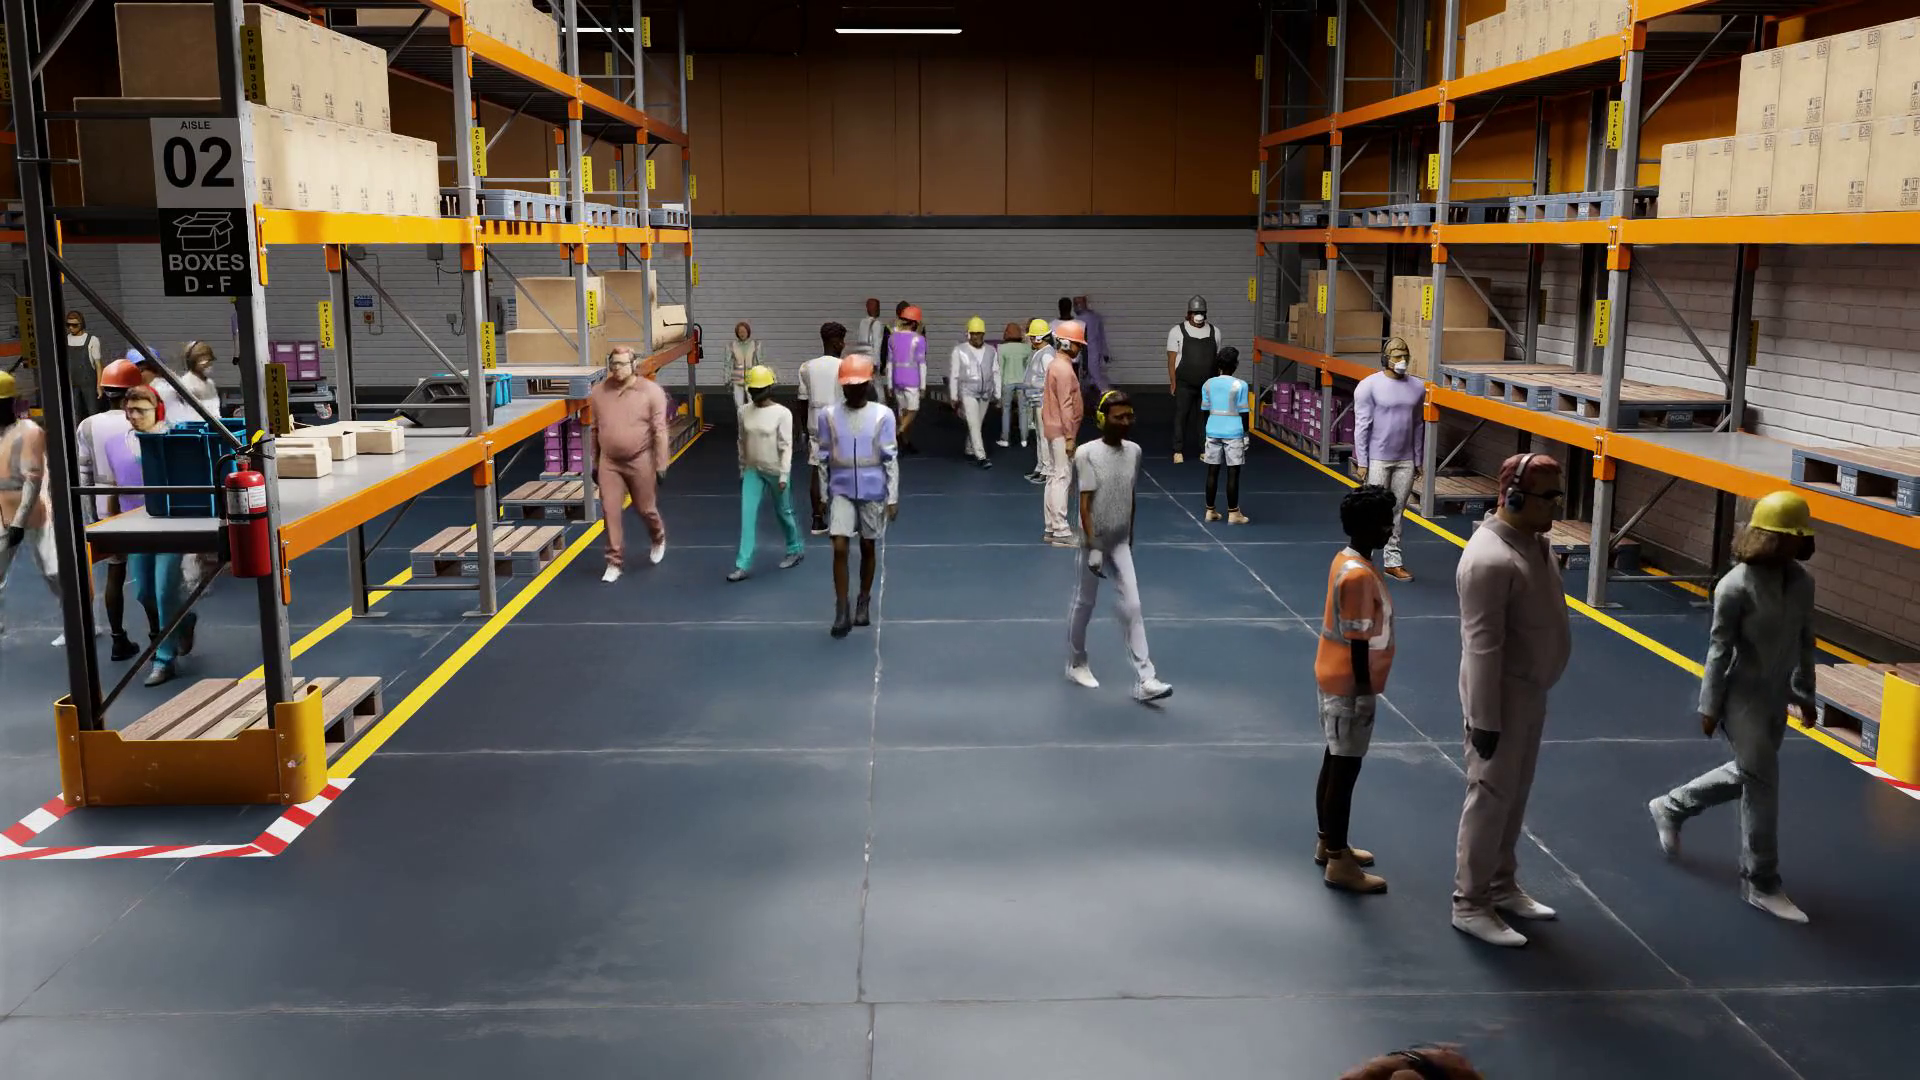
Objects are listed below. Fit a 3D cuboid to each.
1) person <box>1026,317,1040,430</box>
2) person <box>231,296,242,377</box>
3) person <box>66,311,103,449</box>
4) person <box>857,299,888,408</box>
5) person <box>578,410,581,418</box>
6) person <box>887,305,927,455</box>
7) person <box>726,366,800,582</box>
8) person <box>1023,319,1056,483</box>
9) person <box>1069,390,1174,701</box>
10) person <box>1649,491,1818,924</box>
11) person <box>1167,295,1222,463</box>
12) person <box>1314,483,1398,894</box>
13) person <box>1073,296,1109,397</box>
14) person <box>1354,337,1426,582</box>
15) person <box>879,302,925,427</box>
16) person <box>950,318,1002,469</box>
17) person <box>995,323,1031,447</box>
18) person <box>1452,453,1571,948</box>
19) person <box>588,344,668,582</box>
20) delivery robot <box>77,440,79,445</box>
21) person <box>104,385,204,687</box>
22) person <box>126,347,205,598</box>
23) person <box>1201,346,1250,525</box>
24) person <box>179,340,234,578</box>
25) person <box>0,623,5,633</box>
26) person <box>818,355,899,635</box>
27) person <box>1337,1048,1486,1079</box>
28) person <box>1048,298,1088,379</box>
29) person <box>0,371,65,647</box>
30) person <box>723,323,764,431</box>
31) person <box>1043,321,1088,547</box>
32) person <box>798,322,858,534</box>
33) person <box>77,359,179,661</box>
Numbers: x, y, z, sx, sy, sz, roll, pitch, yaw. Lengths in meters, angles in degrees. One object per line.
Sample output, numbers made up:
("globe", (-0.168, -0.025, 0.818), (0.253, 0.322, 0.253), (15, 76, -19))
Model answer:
("person", (1.030, -2.377, 23.790), (0.377, 1.609, 0.537), (0, 10, -2))
("person", (-11.264, -2.965, 26.204), (0.381, 1.918, 0.584), (2, 10, 11))
("person", (-10.845, -1.906, 20.526), (0.504, 1.840, 0.345), (-1, 10, -6))
("person", (-1.376, -2.672, 24.843), (0.922, 1.841, 0.580), (-9, 14, -41))
("person", (-5.331, -2.376, 22.711), (0.612, 1.994, 0.394), (-5, 11, -25))
("person", (-0.697, -1.955, 20.648), (0.554, 1.909, 0.790), (6, 12, 30))
("person", (-1.553, -0.554, 13.369), (0.528, 1.710, 0.944), (4, 11, 22))
("person", (0.905, -1.543, 18.542), (0.404, 1.827, 0.589), (-1, 10, -5))
("person", (0.911, 0.040, 9.736), (0.506, 1.820, 0.976), (-5, 11, -26))
("person", (3.183, 0.620, 6.798), (0.498, 1.713, 0.775), (-5, 12, -28))
("person", (2.872, -1.945, 20.180), (0.683, 2.000, 0.537), (-2, 10, -10))
("person", (1.646, 0.603, 6.947), (0.321, 1.696, 0.530), (1, 10, 7))
("person", (2.010, -2.905, 26.155), (1.066, 1.823, 0.650), (6, 12, 29))
("person", (3.383, -0.621, 13.092), (0.630, 1.940, 0.372), (-4, 11, -22))
("person", (-0.871, -2.558, 24.271), (0.628, 1.802, 0.919), (-4, 11, -21))
("person", (0.212, -1.752, 19.829), (0.612, 1.783, 0.919), (-5, 11, -24))
("person", (0.686, -2.027, 21.856), (0.531, 1.609, 0.551), (-4, 11, -21))
("person", (2.124, 0.605, 6.395), (0.402, 1.896, 0.652), (7, 12, 33))
("person", (-2.654, -0.644, 13.415), (0.655, 1.882, 0.833), (1, 10, 6))
("delivery robot", (-9.985, -1.146, 19.608), (0.707, 0.478, 0.477), (-9, 14, -42))
("person", (-4.936, -0.061, 10.293), (0.574, 1.828, 0.743), (0, 10, 2))
("person", (-5.999, -0.513, 12.636), (0.737, 1.898, 0.396), (10, 14, 43))
("person", (2.535, -0.992, 15.823), (0.535, 1.700, 0.318), (10, 14, 43))
("person", (-5.952, -0.631, 13.240), (0.528, 1.911, 0.621), (-3, 11, -17))
("person", (-6.858, -0.337, 11.248), (0.605, 2.033, 0.392), (4, 11, 21))
("person", (-0.703, -0.300, 11.376), (0.565, 1.904, 0.832), (0, 10, 0))
("person", (0.551, 1.480, 2.289), (0.806, 1.598, 0.545), (-6, 12, -31))
("person", (1.514, -2.532, 23.937), (0.612, 1.863, 0.978), (-1, 10, -6))
("person", (-6.144, -0.163, 10.764), (0.595, 1.861, 1.002), (4, 11, 22))
("person", (-2.852, -2.053, 21.972), (0.549, 1.601, 0.792), (-1, 10, -7))
("person", (0.930, -0.936, 14.715), (0.394, 1.985, 0.611), (-1, 10, -8))
("person", (-1.176, -1.016, 15.233), (0.612, 1.957, 0.380), (4, 11, 22))
("person", (-5.319, -0.187, 10.675), (0.549, 1.936, 0.377), (0, 10, 1))
